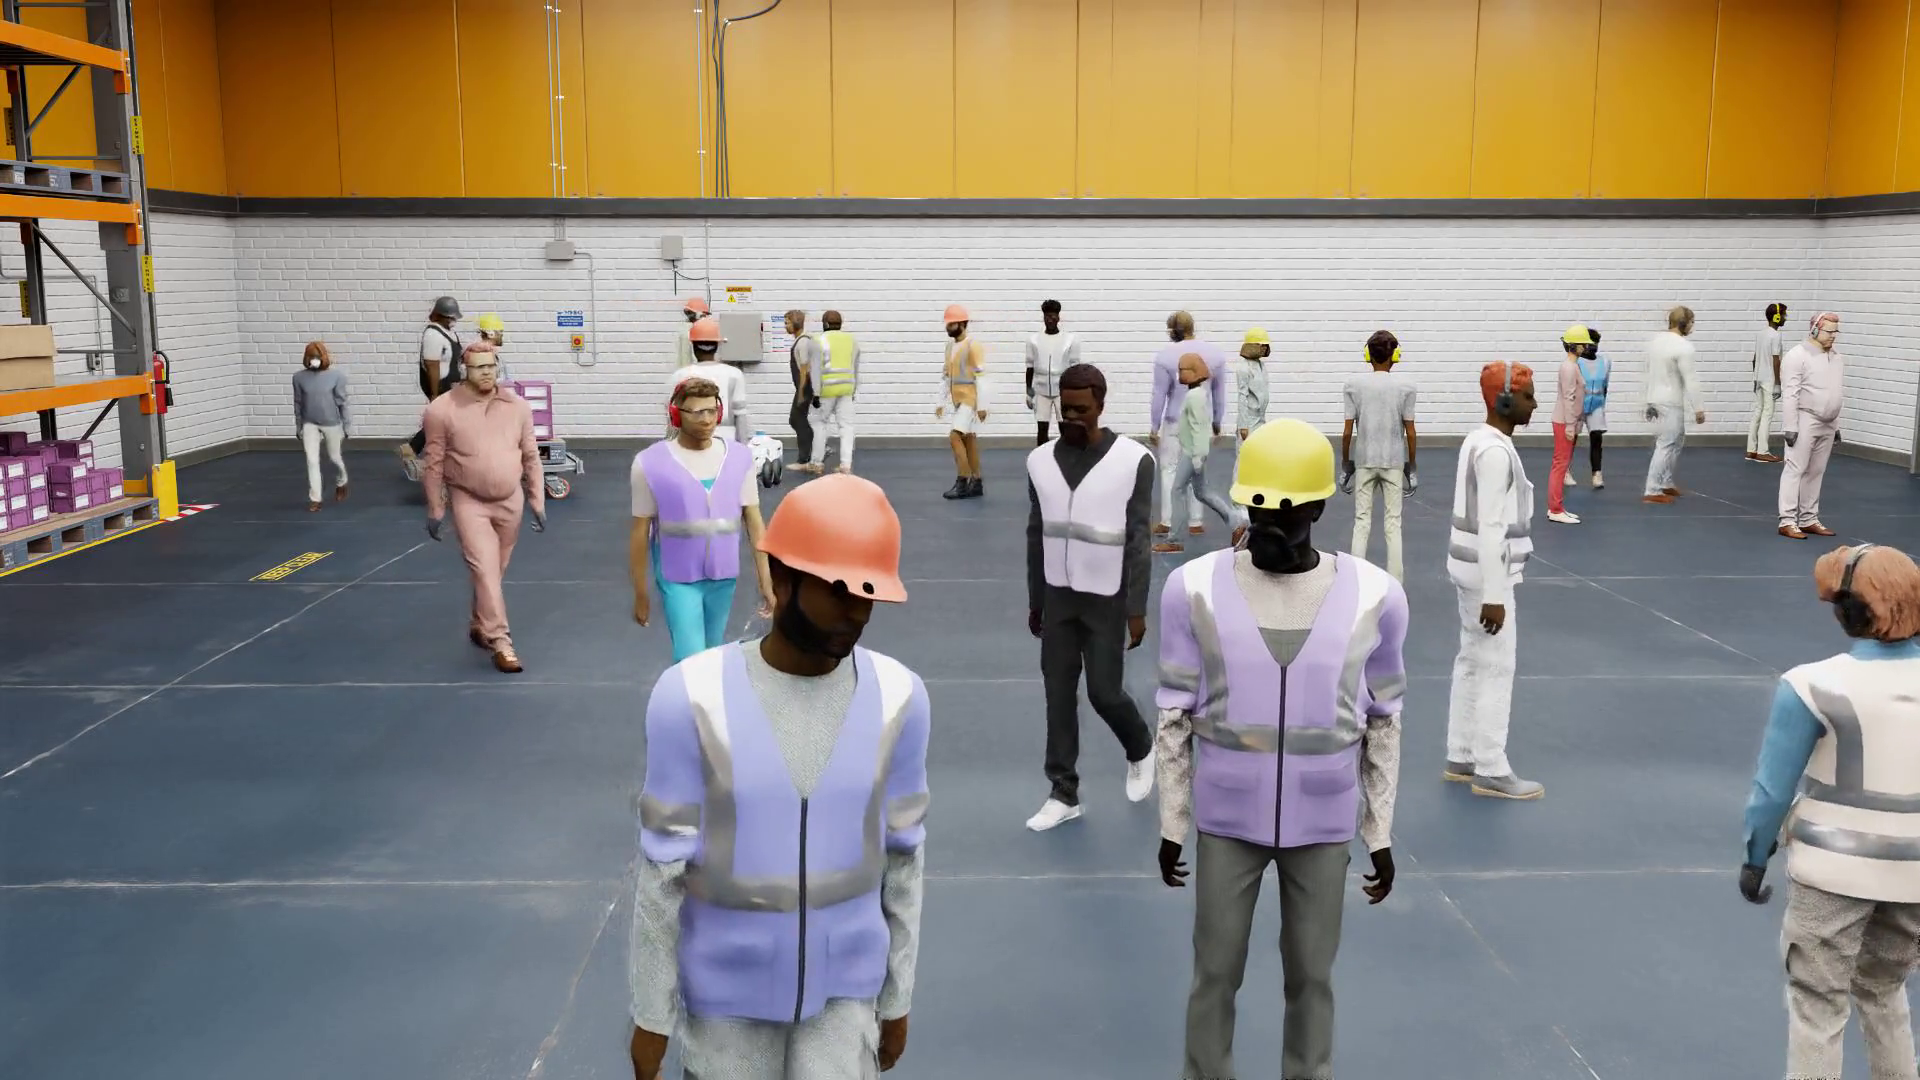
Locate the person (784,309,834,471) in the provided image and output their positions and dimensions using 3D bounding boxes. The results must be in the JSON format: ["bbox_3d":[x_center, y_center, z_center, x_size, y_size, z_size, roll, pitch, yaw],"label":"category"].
[{"bbox_3d":[-1.735,-1.677,18.655,0.444,1.822,0.535,-1,9,-8],"label":"person"}]

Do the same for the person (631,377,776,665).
[{"bbox_3d":[-1.077,0.209,7.180,0.574,1.800,0.930,-7,11,-36],"label":"person"}]

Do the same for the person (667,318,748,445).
[{"bbox_3d":[-1.873,-0.658,12.147,0.570,1.905,0.875,-4,10,-22],"label":"person"}]

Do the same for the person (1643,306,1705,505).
[{"bbox_3d":[6.885,-1.280,15.959,0.659,1.907,0.648,-1,9,-3],"label":"person"}]

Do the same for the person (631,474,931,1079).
[{"bbox_3d":[-0.354,0.804,3.184,0.584,1.910,0.675,-3,10,-18],"label":"person"}]

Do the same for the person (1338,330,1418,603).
[{"bbox_3d":[2.800,-0.469,11.134,0.520,1.865,0.328,4,10,21],"label":"person"}]

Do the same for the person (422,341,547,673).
[{"bbox_3d":[-2.734,-0.219,9.631,0.659,1.860,0.980,-7,12,-37],"label":"person"}]

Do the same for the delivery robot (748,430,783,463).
[{"bbox_3d":[-2.109,-0.930,17.669,0.477,0.478,0.707,1,9,5],"label":"delivery robot"}]

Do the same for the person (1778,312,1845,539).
[{"bbox_3d":[7.213,-0.963,14.044,0.640,1.904,0.409,-5,10,-27],"label":"person"}]

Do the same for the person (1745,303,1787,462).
[{"bbox_3d":[9.523,-1.853,19.598,0.310,1.868,0.532,0,9,-1],"label":"person"}]

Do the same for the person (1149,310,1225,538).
[{"bbox_3d":[1.913,-0.961,13.997,0.672,1.919,0.383,-2,9,-13],"label":"person"}]

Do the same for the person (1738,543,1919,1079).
[{"bbox_3d":[2.171,0.805,4.033,0.538,1.621,0.426,0,9,-3],"label":"person"}]

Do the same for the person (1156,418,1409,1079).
[{"bbox_3d":[0.763,0.664,4.001,0.590,1.923,0.383,1,9,8],"label":"person"}]

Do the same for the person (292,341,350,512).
[{"bbox_3d":[-6.061,-1.103,15.840,0.502,1.601,0.770,-1,9,-9],"label":"person"}]

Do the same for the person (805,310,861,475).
[{"bbox_3d":[-1.434,-1.620,18.356,0.648,1.812,0.793,-6,11,-33],"label":"person"}]

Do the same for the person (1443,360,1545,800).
[{"bbox_3d":[2.315,0.168,7.181,0.404,1.882,0.583,1,9,9],"label":"person"}]

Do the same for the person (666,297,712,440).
[{"bbox_3d":[-3.013,-1.670,18.196,0.718,1.963,0.636,-4,10,-25],"label":"person"}]

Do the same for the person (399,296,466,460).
[{"bbox_3d":[-5.728,-1.703,18.156,0.769,2.000,0.705,-1,9,-9],"label":"person"}]

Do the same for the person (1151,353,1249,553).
[{"bbox_3d":[1.923,-0.682,13.209,0.749,1.610,0.513,2,9,12],"label":"person"}]

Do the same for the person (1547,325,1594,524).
[{"bbox_3d":[5.470,-1.038,14.917,0.328,1.769,0.526,3,10,20],"label":"person"}]

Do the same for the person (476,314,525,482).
[{"bbox_3d":[-5.003,-1.475,17.501,0.839,1.808,0.578,-2,10,-14],"label":"person"}]

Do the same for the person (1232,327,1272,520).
[{"bbox_3d":[2.672,-1.057,15.101,0.298,1.743,0.493,6,11,33],"label":"person"}]

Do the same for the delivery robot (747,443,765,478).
[{"bbox_3d":[-2.214,-0.814,16.962,0.477,0.478,0.707,1,9,5],"label":"delivery robot"}]

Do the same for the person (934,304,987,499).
[{"bbox_3d":[-0.029,-1.353,16.387,0.672,1.909,0.542,-5,10,-26],"label":"person"}]

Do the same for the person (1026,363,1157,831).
[{"bbox_3d":[0.542,0.219,6.820,0.612,1.897,0.621,6,11,34],"label":"person"}]

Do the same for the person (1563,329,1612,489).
[{"bbox_3d":[6.421,-1.342,17.083,0.550,1.647,0.817,-1,9,-4],"label":"person"}]

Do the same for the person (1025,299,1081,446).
[{"bbox_3d":[0.990,-1.593,17.797,0.614,1.948,0.423,2,9,12],"label":"person"}]
